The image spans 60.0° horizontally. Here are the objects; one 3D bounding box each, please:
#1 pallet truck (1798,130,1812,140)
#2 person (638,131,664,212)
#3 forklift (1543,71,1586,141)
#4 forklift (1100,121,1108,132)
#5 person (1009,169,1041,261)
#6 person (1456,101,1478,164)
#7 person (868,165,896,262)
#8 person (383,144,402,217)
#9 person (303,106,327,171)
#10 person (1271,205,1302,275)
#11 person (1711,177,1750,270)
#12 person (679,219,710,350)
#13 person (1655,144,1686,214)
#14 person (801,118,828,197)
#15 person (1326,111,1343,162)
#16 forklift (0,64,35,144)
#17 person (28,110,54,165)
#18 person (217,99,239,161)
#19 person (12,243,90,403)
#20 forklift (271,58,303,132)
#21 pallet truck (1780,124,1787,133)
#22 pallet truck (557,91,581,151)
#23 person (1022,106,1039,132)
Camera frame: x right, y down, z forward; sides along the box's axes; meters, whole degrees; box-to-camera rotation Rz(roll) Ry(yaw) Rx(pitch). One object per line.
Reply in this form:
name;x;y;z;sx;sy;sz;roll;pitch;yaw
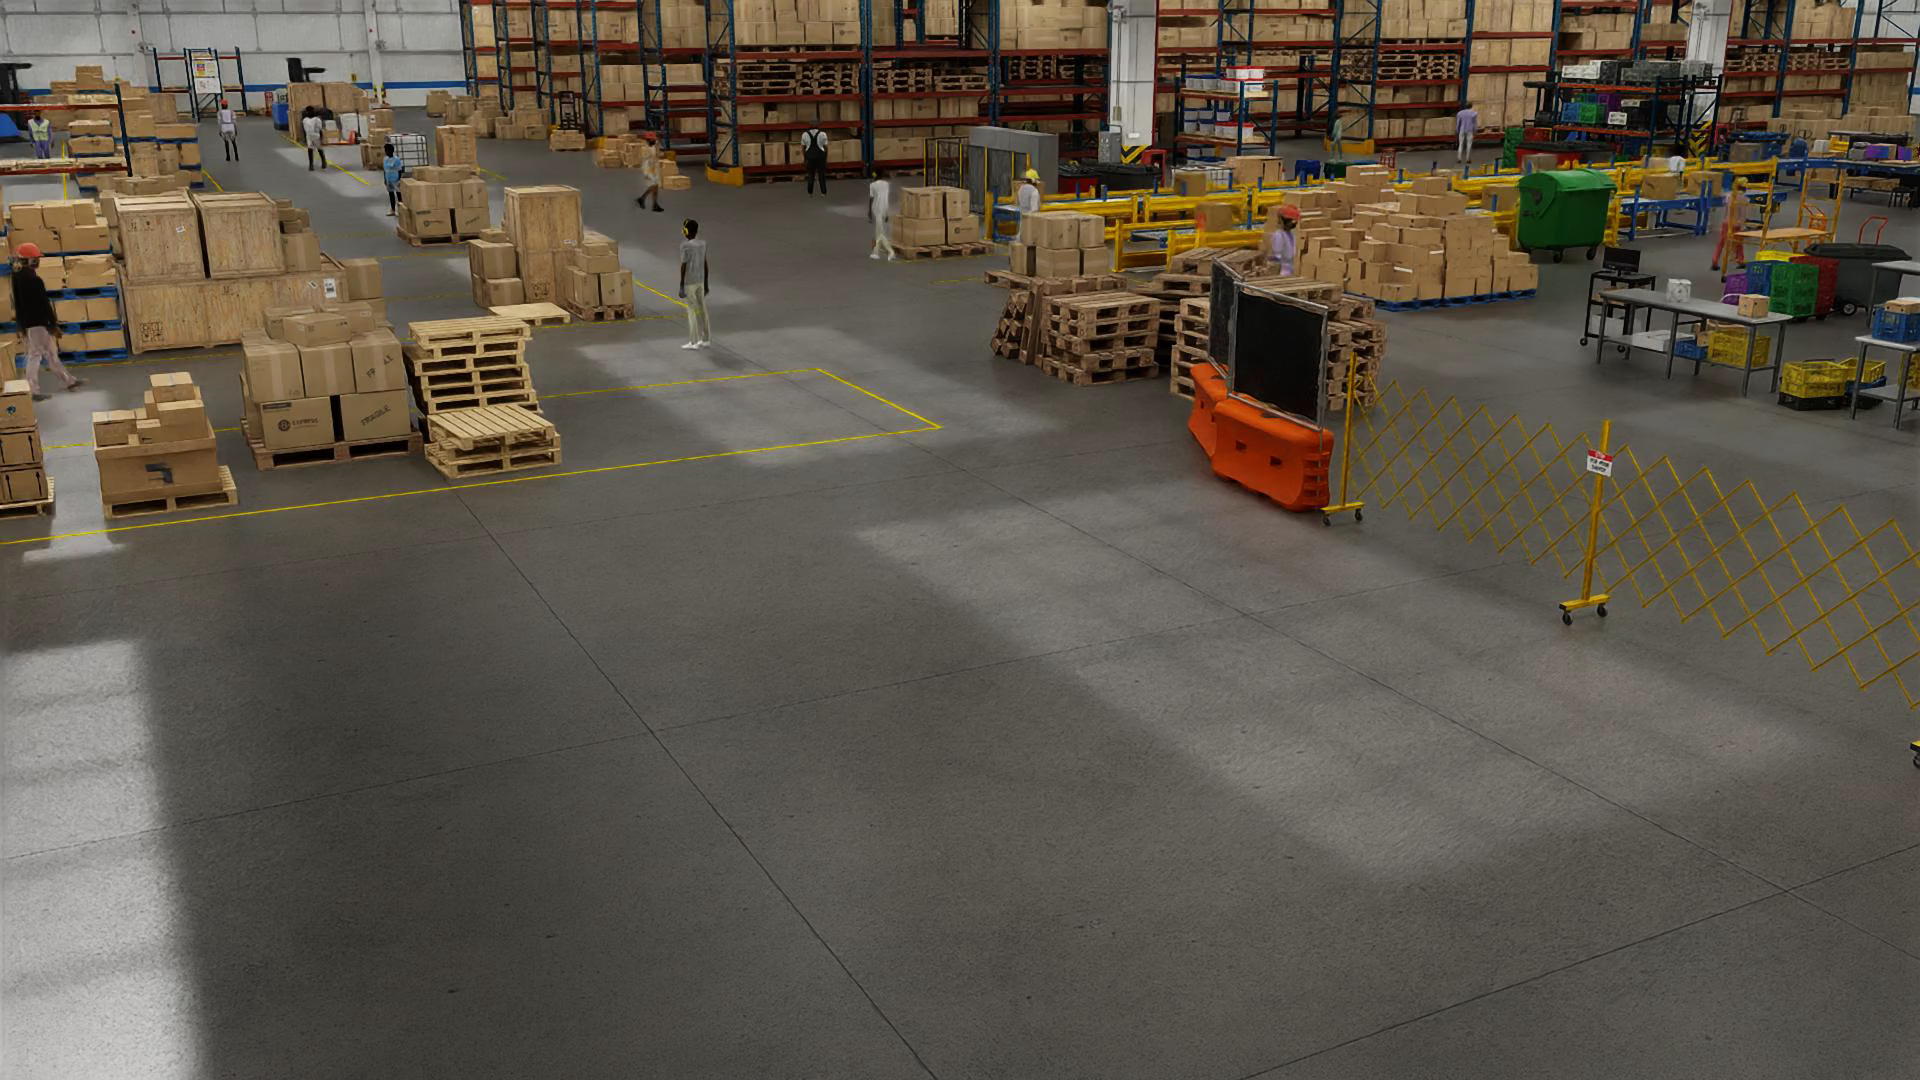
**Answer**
pallet truck;25.526;-11.556;49.408;1.630;1.274;0.653;-9;20;-26
person;-7.466;-8.866;40.018;0.541;1.924;0.571;7;19;22
forklift;18.685;-13.231;52.085;1.873;2.768;1.129;-9;20;-26
forklift;5.715;-14.355;55.587;1.873;2.768;1.129;-9;20;-26
person;1.326;-6.216;31.978;0.933;1.788;0.603;-11;21;-31
person;15.938;-12.834;52.362;0.633;1.938;0.356;7;19;21
person;-1.502;-6.340;32.313;0.510;1.832;0.848;-14;23;-37
person;-13.346;-8.464;39.137;0.533;1.692;0.319;9;20;25
person;-19.498;-12.148;50.272;0.612;1.920;1.033;1;18;4
person;4.709;-3.881;24.318;0.527;2.023;0.620;12;22;34
person;14.504;-5.920;31.165;0.912;1.720;0.533;-11;21;-30
person;-3.829;-3.675;23.940;0.312;1.864;0.515;14;22;36
person;16.904;-8.543;39.439;0.854;1.663;0.531;-7;19;-20
person;-3.744;-9.927;43.135;0.674;2.000;0.535;1;18;3
person;11.902;-12.797;52.778;0.671;1.602;0.514;2;18;7
forklift;-34.306;-15.613;59.508;1.129;2.768;1.873;10;20;27
person;-27.055;-11.727;48.985;0.627;1.884;0.869;-8;19;-23
person;-23.497;-13.153;53.359;0.548;1.936;0.378;-10;21;-29
person;-11.419;-2.733;20.835;0.653;1.955;0.938;14;23;37
forklift;-26.312;-17.697;66.005;1.873;2.768;1.129;-13;22;-34
pallet truck;25.206;-12.542;52.601;1.601;1.201;0.680;0;18;-2
pallet truck;-13.495;-14.412;57.188;0.823;1.965;1.885;-3;18;-9
person;2.260;-13.088;53.545;0.540;1.695;0.317;6;19;18
